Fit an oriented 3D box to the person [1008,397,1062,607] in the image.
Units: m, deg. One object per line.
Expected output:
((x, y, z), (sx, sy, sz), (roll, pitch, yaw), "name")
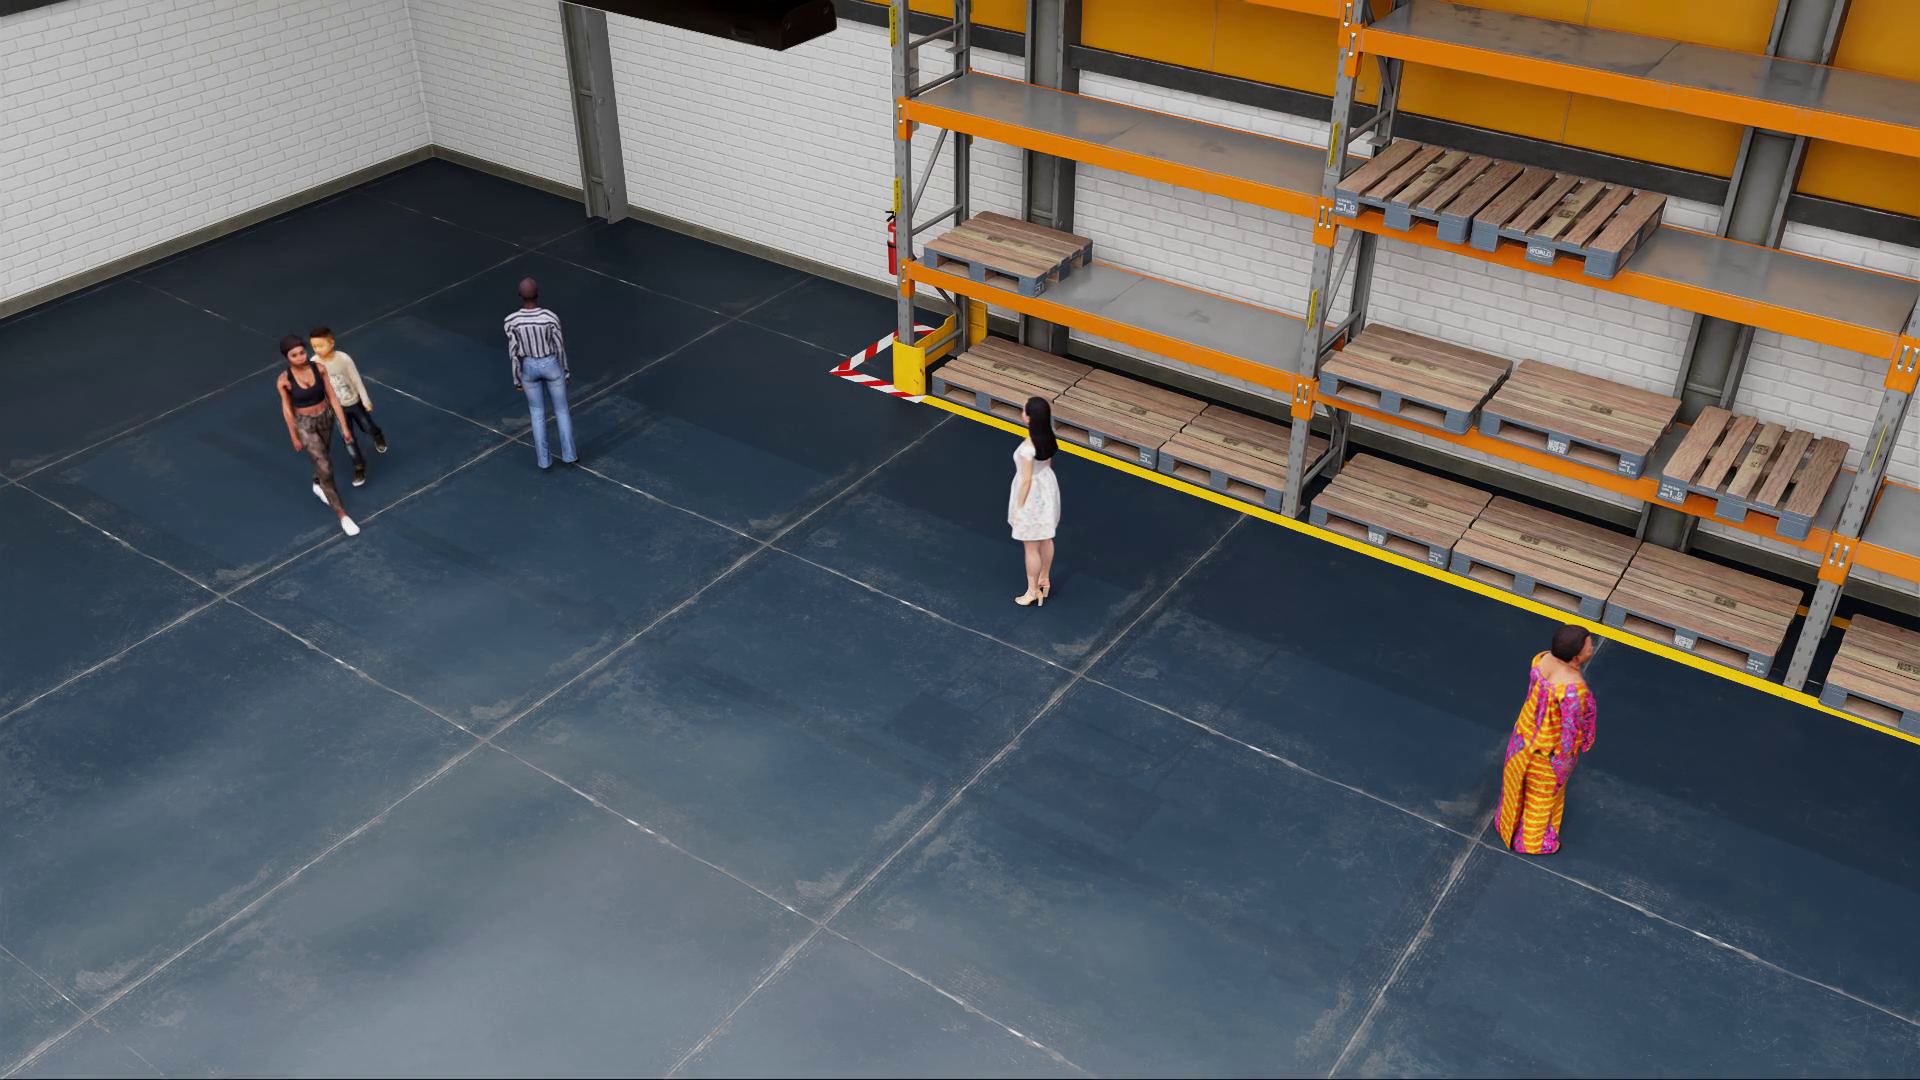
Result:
((0.562, -0.286, 12.478), (0.619, 1.774, 0.637), (21, 39, 28), "person")

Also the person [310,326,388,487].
((-5.213, -1.212, 14.173), (0.926, 1.441, 0.973), (-8, 34, -11), "person")

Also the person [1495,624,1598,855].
((3.671, 1.198, 10.324), (0.841, 1.687, 0.783), (-5, 34, -7), "person")

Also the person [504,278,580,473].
((-3.542, -1.392, 14.122), (0.690, 1.796, 0.745), (-6, 34, -9), "person")

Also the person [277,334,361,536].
((-5.277, -0.928, 13.559), (0.725, 1.647, 1.194), (-29, 43, -36), "person")
